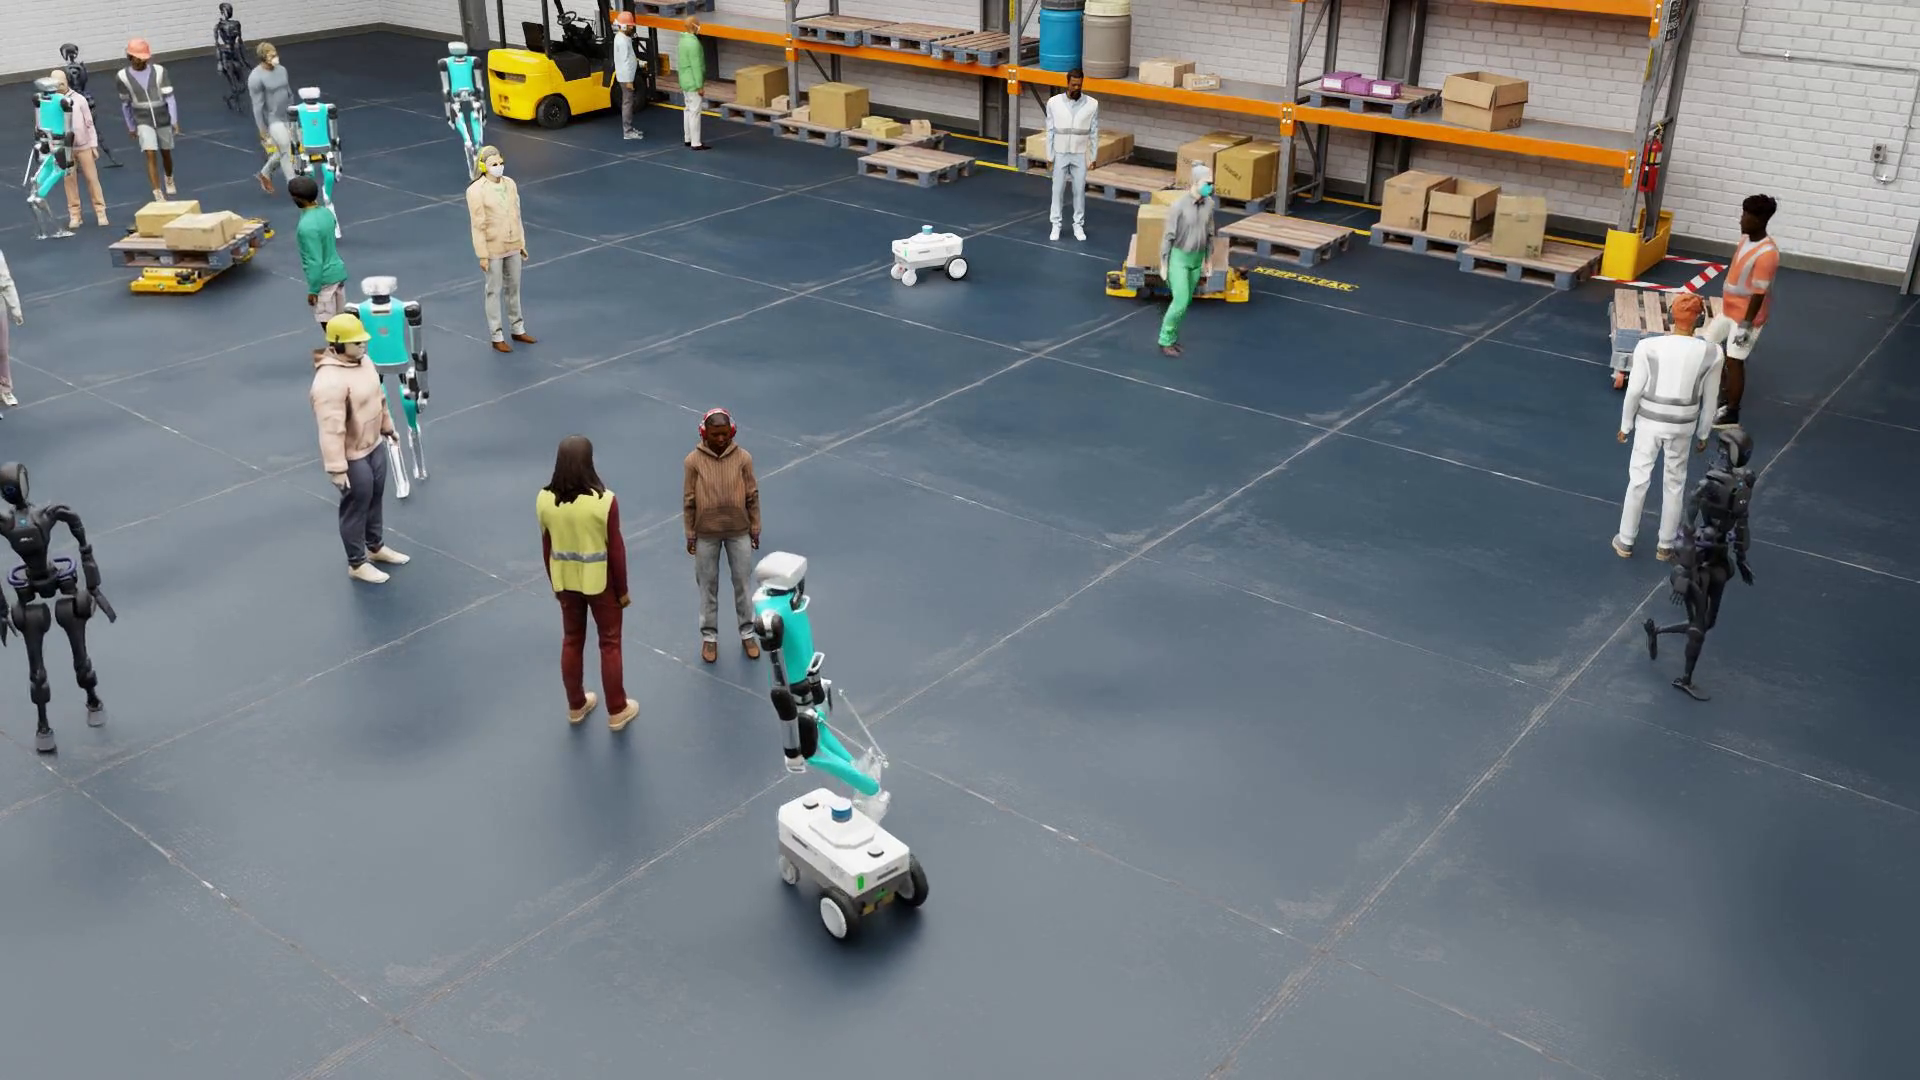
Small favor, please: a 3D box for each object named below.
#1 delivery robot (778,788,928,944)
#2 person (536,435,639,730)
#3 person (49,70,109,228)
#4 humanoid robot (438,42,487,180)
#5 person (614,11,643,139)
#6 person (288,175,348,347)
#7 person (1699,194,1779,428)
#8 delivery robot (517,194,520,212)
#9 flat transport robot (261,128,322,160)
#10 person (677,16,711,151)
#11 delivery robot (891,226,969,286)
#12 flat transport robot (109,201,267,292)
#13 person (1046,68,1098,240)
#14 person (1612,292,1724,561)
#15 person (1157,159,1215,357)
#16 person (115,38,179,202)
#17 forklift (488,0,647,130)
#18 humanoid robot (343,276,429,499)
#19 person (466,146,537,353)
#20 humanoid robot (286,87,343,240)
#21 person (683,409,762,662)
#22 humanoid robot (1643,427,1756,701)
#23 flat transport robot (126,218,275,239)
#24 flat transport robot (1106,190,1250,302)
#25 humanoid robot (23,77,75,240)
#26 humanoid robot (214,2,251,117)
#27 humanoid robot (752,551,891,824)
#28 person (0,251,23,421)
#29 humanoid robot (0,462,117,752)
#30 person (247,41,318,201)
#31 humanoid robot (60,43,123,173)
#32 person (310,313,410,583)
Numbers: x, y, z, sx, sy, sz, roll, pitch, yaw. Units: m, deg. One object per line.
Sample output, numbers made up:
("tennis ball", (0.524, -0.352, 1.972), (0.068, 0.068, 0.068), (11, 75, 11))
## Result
("delivery robot", (-0.555, 1.528, 8.062), (0.499, 0.582, 0.762), (-21, 33, -36))
("person", (-2.090, 0.260, 9.315), (0.469, 1.765, 0.369), (5, 26, 10))
("person", (-10.212, -4.512, 19.174), (0.520, 1.781, 0.403), (-9, 27, -18))
("humanoid robot", (-6.149, -5.290, 20.886), (0.533, 1.779, 1.002), (-11, 28, -22))
("person", (-4.672, -6.546, 23.433), (0.352, 1.742, 0.572), (-6, 26, -12))
("person", (-5.482, -2.231, 14.376), (0.395, 1.850, 0.492), (1, 26, 2))
("person", (6.282, -1.838, 13.441), (0.440, 1.946, 0.638), (3, 26, 7))
("delivery robot", (-5.394, -3.970, 19.448), (0.499, 0.581, 0.768), (-12, 28, -24))
("flat transport robot", (-9.155, -5.394, 22.740), (0.659, 0.231, 1.431), (-12, 28, -23))
("person", (-3.658, -6.248, 22.785), (0.388, 1.778, 0.548), (-12, 28, -23))
("delivery robot", (-0.323, -2.989, 17.449), (0.813, 0.609, 0.499), (-13, 29, -25))
("flat transport robot", (-8.120, -2.920, 17.617), (0.659, 0.231, 1.431), (2, 26, 4))
("person", (1.248, -4.323, 18.639), (0.591, 1.913, 0.394), (-1, 26, -3))
("person", (4.784, -0.759, 11.284), (0.583, 1.883, 0.337), (7, 27, 15))
("person", (2.038, -2.555, 15.080), (0.530, 1.823, 0.507), (-18, 31, -33))
("person", (-9.783, -5.074, 20.131), (0.596, 1.980, 1.036), (-15, 29, -28))
("forklift", (-5.874, -7.334, 24.552), (1.214, 2.155, 2.313), (19, 32, 34))
("humanoid robot", (-4.157, -1.097, 12.271), (0.550, 1.892, 0.787), (-6, 26, -13))
("person", (-4.235, -2.680, 15.278), (0.409, 1.877, 0.557), (16, 30, 30))
("humanoid robot", (-7.214, -4.208, 18.635), (0.554, 1.754, 1.032), (-14, 29, -27))
("person", (-1.431, -0.040, 10.070), (0.462, 1.648, 0.327), (-5, 26, -10))
("humanoid robot", (4.337, 0.091, 9.777), (0.600, 1.632, 0.600), (-14, 29, -27))
("flat transport robot", (-8.552, -3.449, 18.713), (1.431, 0.231, 0.659), (4, 26, 8))
("flat transport robot", (2.239, -2.649, 17.057), (1.431, 0.231, 0.659), (4, 26, 8))
("humanoid robot", (-10.247, -4.207, 18.624), (0.553, 1.804, 0.802), (9, 27, 18))
("humanoid robot", (-10.944, -7.170, 24.803), (0.572, 1.637, 0.611), (9, 27, 18))
("humanoid robot", (-0.583, 0.903, 8.029), (0.767, 1.778, 0.530), (3, 26, 7))
("person", (-8.034, -1.838, 13.716), (0.523, 1.714, 0.858), (-20, 32, -36))
("humanoid robot", (-5.041, 0.349, 9.237), (0.596, 1.652, 0.470), (-11, 28, -22))
("person", (-8.345, -5.086, 20.222), (0.845, 1.915, 0.635), (6, 26, 13))
("humanoid robot", (-11.471, -5.617, 21.619), (0.766, 1.624, 0.588), (-13, 29, -25))
("person", (-4.001, -0.612, 11.019), (0.456, 1.857, 0.792), (3, 26, 7))
